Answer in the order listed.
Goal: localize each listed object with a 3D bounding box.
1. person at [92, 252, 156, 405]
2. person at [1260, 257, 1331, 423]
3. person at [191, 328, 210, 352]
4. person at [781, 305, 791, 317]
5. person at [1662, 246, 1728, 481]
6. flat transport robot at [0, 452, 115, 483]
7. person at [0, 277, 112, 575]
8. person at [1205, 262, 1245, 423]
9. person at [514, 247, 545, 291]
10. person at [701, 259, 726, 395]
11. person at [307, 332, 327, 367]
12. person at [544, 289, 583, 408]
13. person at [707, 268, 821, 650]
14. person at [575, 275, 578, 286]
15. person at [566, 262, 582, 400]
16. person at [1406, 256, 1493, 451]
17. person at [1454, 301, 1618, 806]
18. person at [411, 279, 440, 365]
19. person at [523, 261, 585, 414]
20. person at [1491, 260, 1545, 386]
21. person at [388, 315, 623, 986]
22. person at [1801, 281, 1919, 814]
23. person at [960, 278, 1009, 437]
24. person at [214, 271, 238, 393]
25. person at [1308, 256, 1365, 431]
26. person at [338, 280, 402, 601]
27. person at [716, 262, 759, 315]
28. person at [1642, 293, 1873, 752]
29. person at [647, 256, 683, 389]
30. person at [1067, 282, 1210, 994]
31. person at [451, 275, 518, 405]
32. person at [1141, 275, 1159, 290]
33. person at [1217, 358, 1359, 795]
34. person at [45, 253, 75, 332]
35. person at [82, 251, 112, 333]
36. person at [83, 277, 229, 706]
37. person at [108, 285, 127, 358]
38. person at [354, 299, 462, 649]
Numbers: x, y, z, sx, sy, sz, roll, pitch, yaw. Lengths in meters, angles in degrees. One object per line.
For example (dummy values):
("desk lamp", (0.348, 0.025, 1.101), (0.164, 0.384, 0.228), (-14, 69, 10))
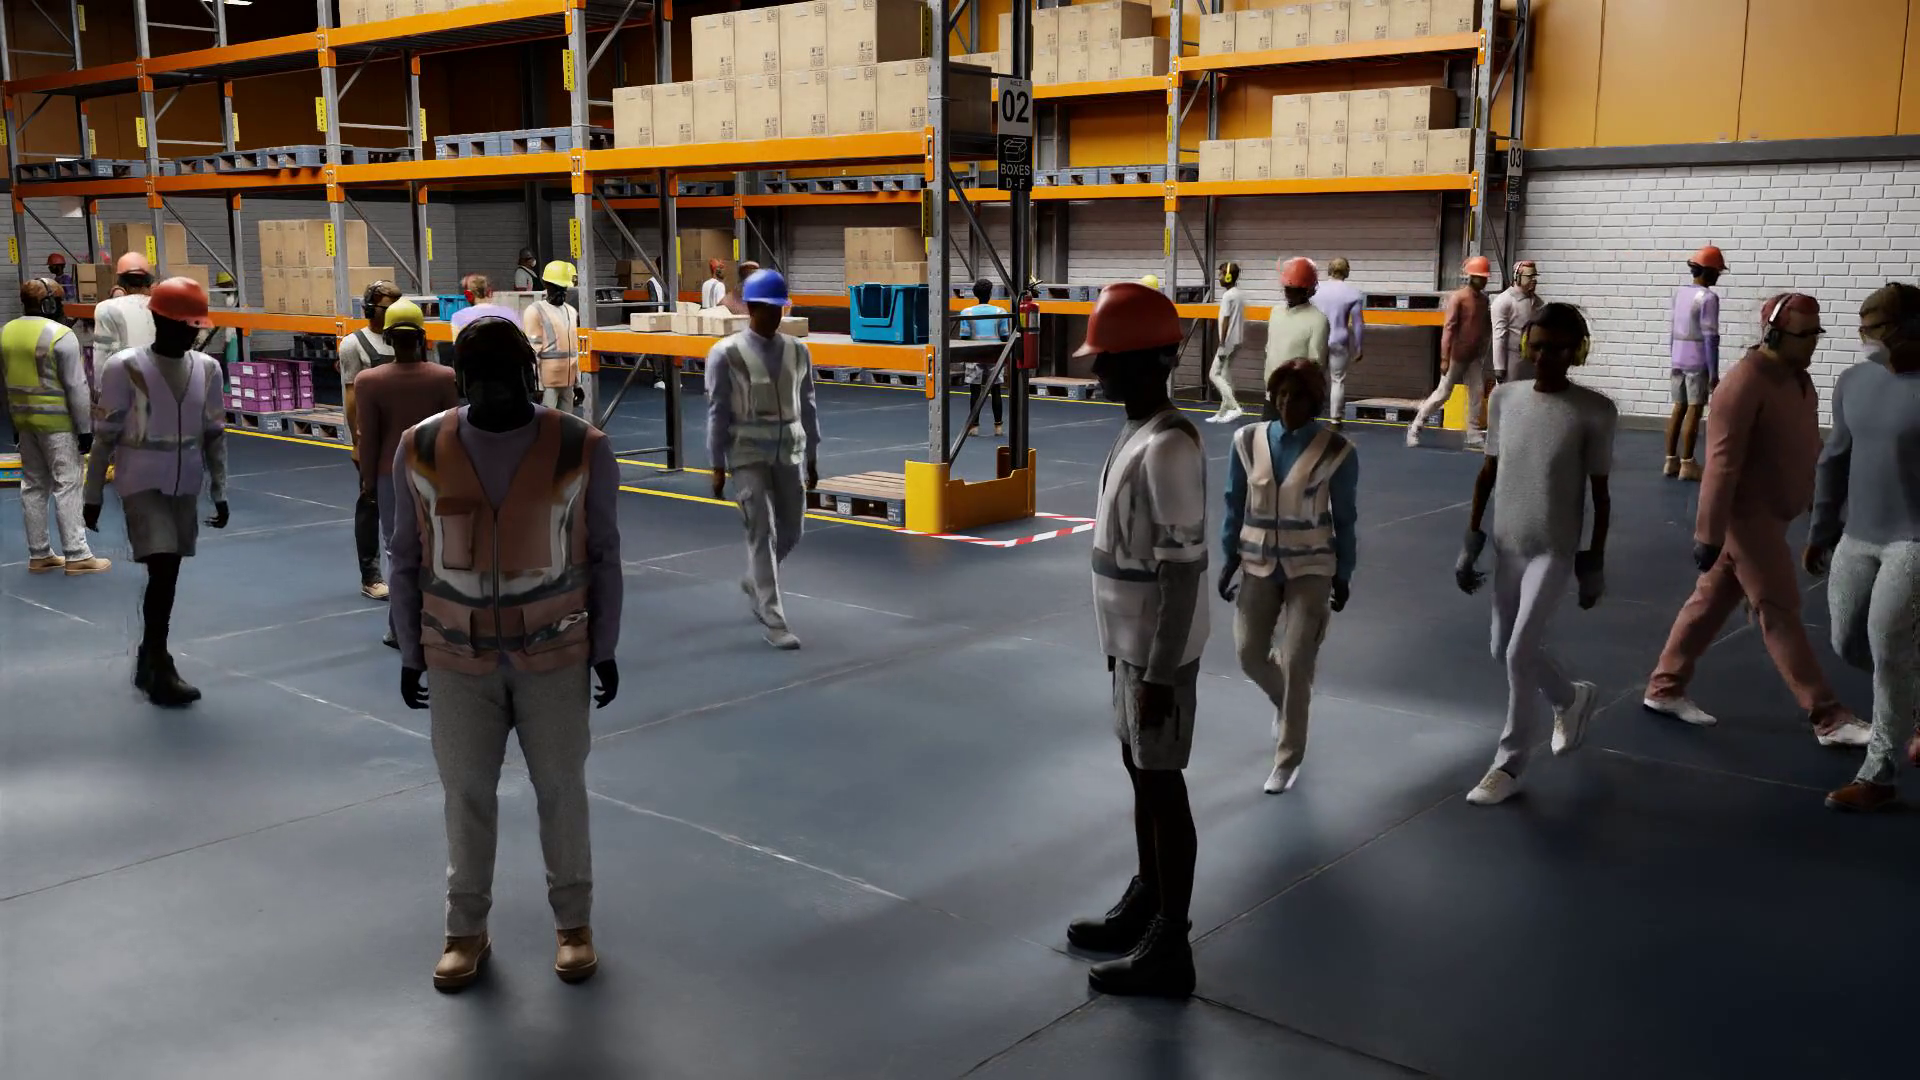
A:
("person", (-6.377, -1.239, 12.965), (1.031, 2.004, 0.608), (9, 13, 41))
("person", (2.337, -0.994, 11.724), (0.447, 1.948, 0.682), (-6, 11, -29))
("person", (-10.472, -2.772, 22.752), (0.526, 1.626, 0.518), (8, 13, 38))
("person", (-2.582, -2.811, 22.833), (0.553, 1.660, 0.520), (-5, 11, -26))
("person", (6.417, -1.533, 14.508), (0.395, 2.040, 0.632), (-1, 10, -7))
("flat transport robot", (-8.062, -0.621, 14.348), (1.431, 0.197, 0.652), (-2, 10, -11))
("person", (-5.634, -0.699, 10.331), (0.633, 1.841, 0.429), (3, 11, 19))
("person", (3.054, -2.256, 19.133), (0.458, 1.861, 0.550), (6, 12, 32))
("person", (-7.309, -3.971, 28.390), (0.539, 2.000, 0.689), (0, 10, -2))
("person", (-3.363, -2.915, 22.849), (0.383, 1.874, 0.598), (-7, 12, -33))
("person", (-10.904, -3.837, 28.108), (0.455, 1.871, 0.749), (-7, 12, -36))
("person", (-5.008, -2.574, 21.034), (0.599, 1.827, 0.404), (-7, 12, -36))
("person", (-1.018, -0.440, 8.619), (0.625, 1.924, 0.818), (-7, 12, -35))
("person", (-6.518, -3.678, 27.880), (0.265, 1.632, 0.508), (9, 13, 40))
("person", (-5.149, -2.736, 21.953), (0.404, 1.832, 0.595), (8, 13, 40))
("person", (4.940, -1.862, 16.682), (0.657, 1.952, 0.888), (-8, 13, -39))
("person", (2.174, 0.035, 6.179), (0.765, 1.837, 0.547), (-8, 13, -38))
("person", (-8.119, -3.216, 25.294), (0.391, 1.617, 0.526), (5, 11, 28))
("person", (-3.246, -1.280, 13.420), (0.381, 1.918, 0.584), (4, 11, 24))
("person", (5.214, -1.633, 15.464), (0.641, 1.908, 0.407), (-7, 12, -33))
("person", (-1.244, 0.310, 4.584), (0.629, 1.843, 0.429), (-1, 10, -8))
("person", (3.477, 0.016, 6.069), (0.726, 1.907, 0.653), (-3, 10, -16))
("person", (0.257, -1.948, 17.844), (0.534, 1.698, 0.322), (-1, 10, -6))
("person", (-9.646, -2.681, 21.945), (0.614, 1.724, 0.572), (-3, 10, -16))
("person", (4.115, -2.150, 18.336), (0.671, 1.929, 0.440), (5, 11, 26))
("person", (-3.332, -0.583, 9.661), (0.346, 1.846, 0.506), (5, 11, 26))
("person", (-1.922, -1.594, 15.283), (0.636, 1.899, 0.396), (-8, 13, -40))
("person", (3.308, -0.074, 6.771), (1.022, 1.838, 0.642), (8, 13, 40))
("person", (-4.291, -3.154, 24.083), (0.392, 1.922, 0.592), (5, 11, 25))
("person", (0.488, 0.272, 4.541), (0.376, 1.933, 0.544), (-1, 10, -3))
("person", (-3.938, -1.298, 13.878), (0.938, 1.794, 0.568), (10, 14, 43))
("person", (1.977, -1.911, 17.512), (0.488, 1.744, 0.296), (-1, 10, -5))
("person", (1.265, 0.112, 6.318), (0.520, 1.620, 0.550), (6, 12, 31))
("person", (-14.260, -3.571, 26.404), (0.553, 1.935, 0.362), (9, 13, 41))
("person", (-12.504, -3.239, 24.412), (0.645, 1.968, 0.666), (3, 10, 15))
("person", (-3.537, -0.219, 7.455), (0.754, 1.888, 0.622), (6, 12, 32))
("person", (-8.903, -1.895, 17.719), (0.313, 1.636, 0.517), (9, 13, 42))
("person", (-2.776, -0.329, 8.436), (0.525, 1.769, 0.314), (-5, 11, -28))
